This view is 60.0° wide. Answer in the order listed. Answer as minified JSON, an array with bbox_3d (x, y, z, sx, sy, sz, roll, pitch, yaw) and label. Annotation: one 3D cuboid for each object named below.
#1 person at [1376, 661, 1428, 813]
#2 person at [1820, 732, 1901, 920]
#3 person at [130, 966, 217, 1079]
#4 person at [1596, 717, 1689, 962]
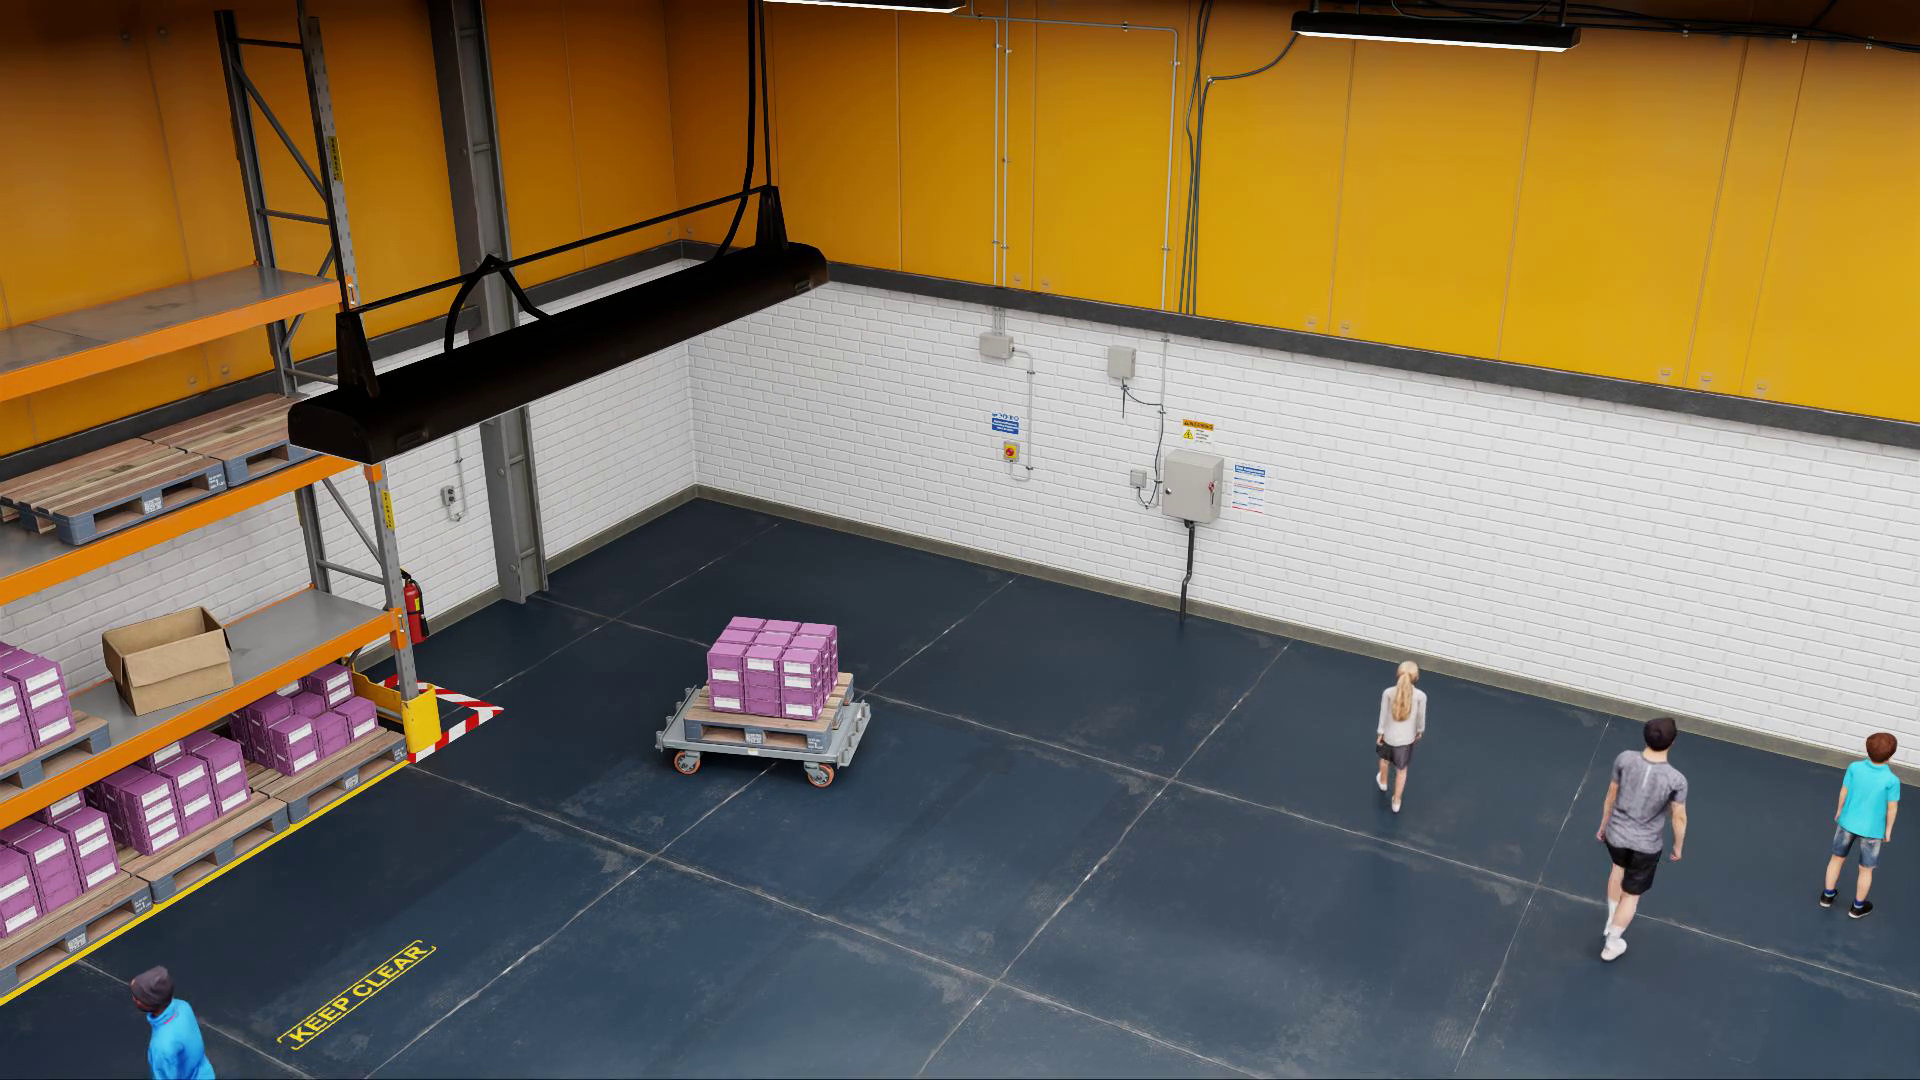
[{"bbox_3d":[3.476,1.567,13.161,0.645,1.257,0.792,5,24,12],"label":"person"},{"bbox_3d":[6.457,2.015,11.899,0.546,1.449,0.570,-21,31,-40],"label":"person"},{"bbox_3d":[-4.111,3.065,9.085,0.899,1.778,0.838,-7,25,-15],"label":"person"},{"bbox_3d":[4.543,2.057,11.293,0.774,1.856,0.794,22,32,40],"label":"person"}]
